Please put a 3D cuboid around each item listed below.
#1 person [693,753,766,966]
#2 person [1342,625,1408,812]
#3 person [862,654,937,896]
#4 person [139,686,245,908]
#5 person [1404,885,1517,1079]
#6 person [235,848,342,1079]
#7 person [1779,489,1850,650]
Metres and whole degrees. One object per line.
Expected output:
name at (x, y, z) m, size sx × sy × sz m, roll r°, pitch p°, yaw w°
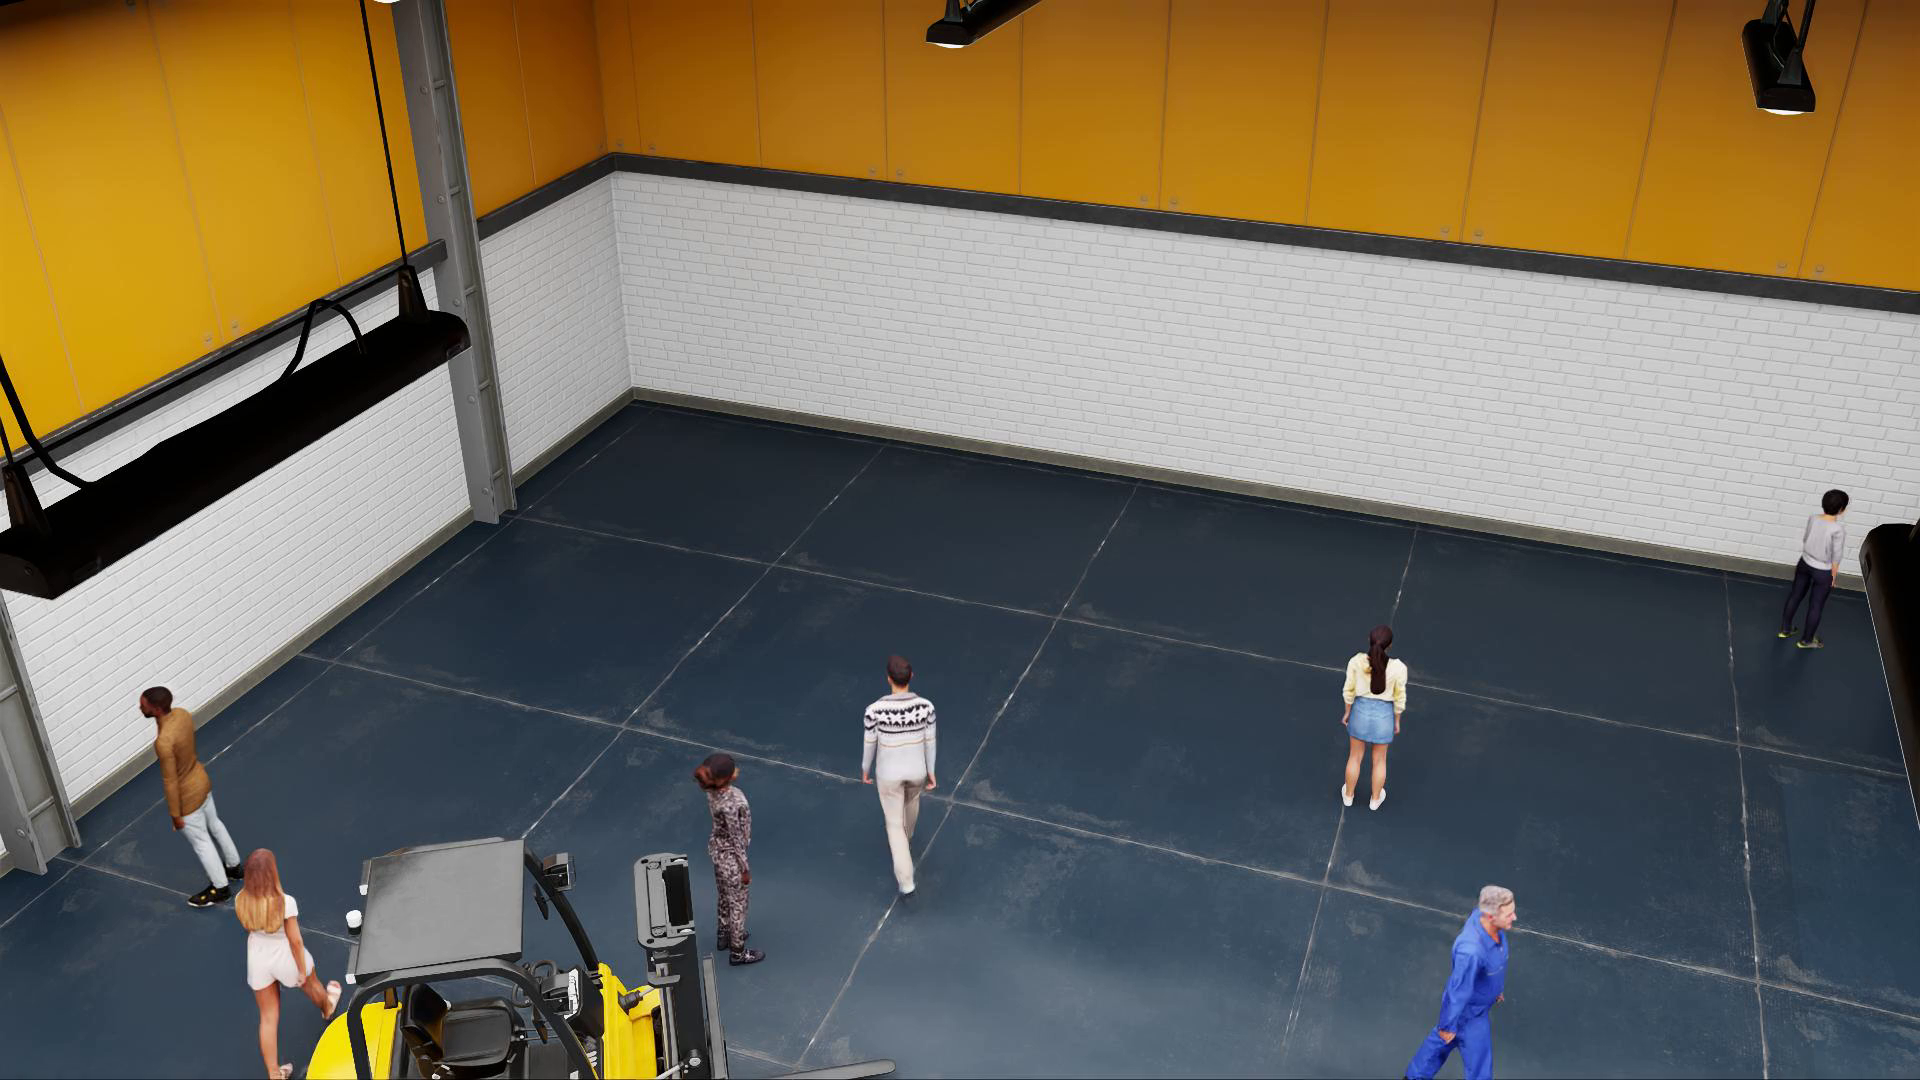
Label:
person at (-1.587, 2.172, 11.419) m, size 0.737 × 1.714 × 0.681 m, roll -14°, pitch 31°, yaw -23°
person at (3.209, 1.379, 12.961) m, size 0.640 × 1.631 × 0.550 m, roll 9°, pitch 30°, yaw 15°
person at (-0.407, 1.723, 12.104) m, size 1.129 × 1.848 × 1.305 m, roll -7°, pitch 29°, yaw -13°
person at (-5.538, 1.812, 11.980) m, size 0.779 × 1.810 × 0.649 m, roll -2°, pitch 29°, yaw -4°
person at (3.034, 2.810, 10.169) m, size 0.953 × 1.791 × 1.069 m, roll 16°, pitch 32°, yaw 27°
person at (-4.336, 2.731, 10.466) m, size 0.818 × 1.646 × 1.195 m, roll 1°, pitch 29°, yaw 2°
person at (7.781, 0.247, 15.116) m, size 0.672 × 1.553 × 0.608 m, roll -12°, pitch 31°, yaw -21°
